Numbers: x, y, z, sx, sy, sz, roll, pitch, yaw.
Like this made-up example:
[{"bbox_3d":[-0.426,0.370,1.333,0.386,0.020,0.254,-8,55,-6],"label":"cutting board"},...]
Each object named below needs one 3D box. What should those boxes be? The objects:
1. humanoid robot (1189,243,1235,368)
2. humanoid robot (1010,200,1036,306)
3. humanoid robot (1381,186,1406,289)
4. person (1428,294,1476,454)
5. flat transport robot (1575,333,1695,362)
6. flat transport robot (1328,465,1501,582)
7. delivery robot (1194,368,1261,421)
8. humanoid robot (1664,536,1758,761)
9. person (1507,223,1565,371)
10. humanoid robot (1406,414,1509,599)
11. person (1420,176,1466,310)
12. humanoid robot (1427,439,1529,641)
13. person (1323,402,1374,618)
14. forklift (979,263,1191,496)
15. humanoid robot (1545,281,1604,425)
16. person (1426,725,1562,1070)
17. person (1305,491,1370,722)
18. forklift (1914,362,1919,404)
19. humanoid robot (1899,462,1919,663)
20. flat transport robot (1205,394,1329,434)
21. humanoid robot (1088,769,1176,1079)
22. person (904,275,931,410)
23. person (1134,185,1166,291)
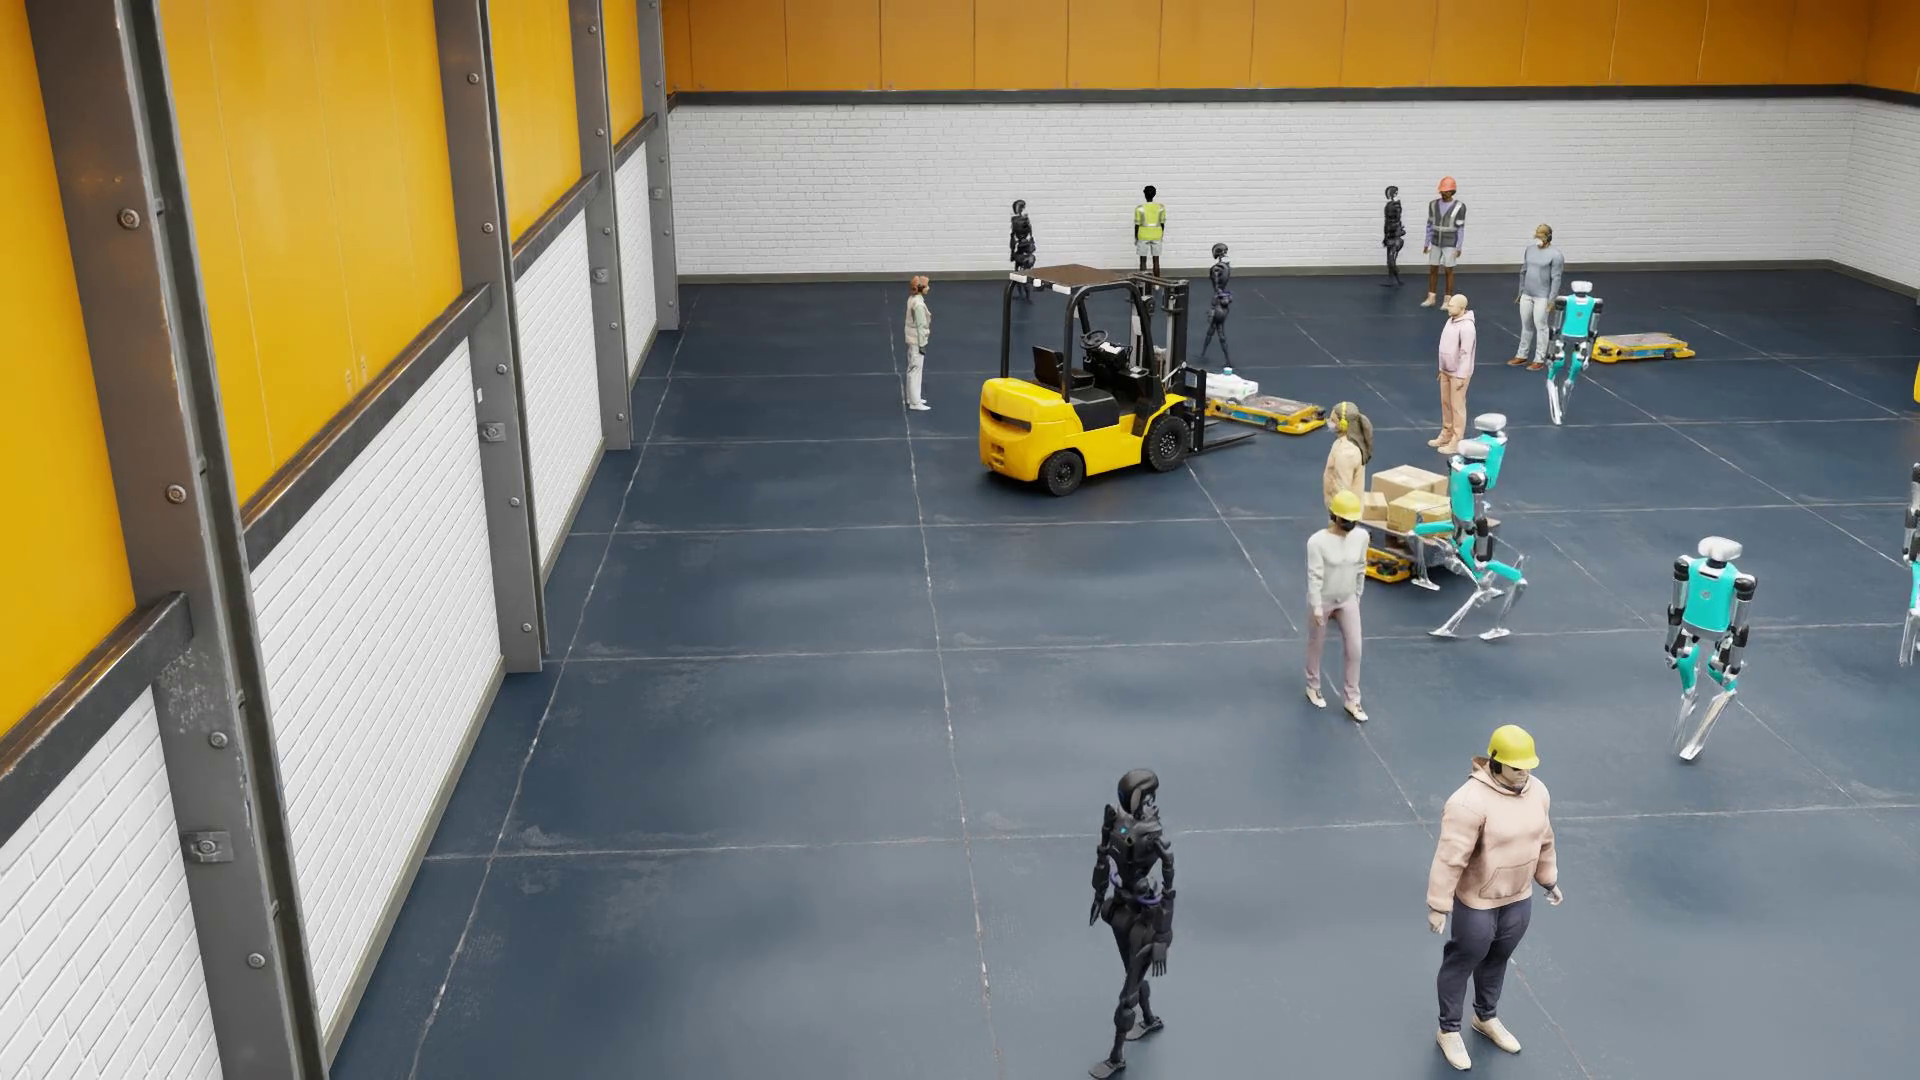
[{"bbox_3d":[3.383,-3.127,22.138,0.694,1.634,0.608,7,21,19],"label":"humanoid robot"},{"bbox_3d":[0.969,-4.451,25.734,0.418,1.636,0.668,-13,24,-31],"label":"humanoid robot"},{"bbox_3d":[7.046,-4.916,26.979,0.397,1.640,0.612,-4,20,-10],"label":"humanoid robot"},{"bbox_3d":[5.513,-1.849,18.486,0.408,1.777,0.520,-5,21,-13],"label":"person"},{"bbox_3d":[9.256,-2.633,22.802,1.431,0.231,0.659,-5,21,-13],"label":"flat transport robot"},{"bbox_3d":[4.176,0.078,15.414,1.431,0.231,0.659,-15,25,-35],"label":"flat transport robot"},{"bbox_3d":[3.224,-1.775,20.030,0.768,0.581,0.499,17,26,38],"label":"delivery robot"},{"bbox_3d":[5.178,0.805,11.435,0.767,1.860,0.559,-18,27,-41],"label":"humanoid robot"},{"bbox_3d":[7.614,-3.208,21.950,0.373,1.938,0.627,-12,23,-29],"label":"person"},{"bbox_3d":[4.250,-0.269,14.238,1.059,1.725,0.545,14,24,34],"label":"humanoid robot"},{"bbox_3d":[7.376,-4.534,25.435,0.611,2.035,0.416,16,26,37],"label":"person"},{"bbox_3d":[4.289,0.031,13.423,0.877,1.762,0.532,-3,20,-8],"label":"humanoid robot"},{"bbox_3d":[3.229,-0.253,14.004,0.391,1.869,0.559,7,21,19],"label":"person"},{"bbox_3d":[1.315,-1.764,17.646,2.313,2.155,1.214,-14,24,-33],"label":"forklift"},{"bbox_3d":[7.117,-2.152,19.520,0.546,1.891,0.785,3,20,8],"label":"humanoid robot"},{"bbox_3d":[2.692,1.777,8.466,0.796,1.867,0.410,-9,22,-23],"label":"person"},{"bbox_3d":[2.777,0.484,12.170,0.520,1.739,0.727,-4,21,-12],"label":"person"},{"bbox_3d":[12.602,-2.435,19.475,2.313,2.155,1.214,-1,20,-4],"label":"forklift"},{"bbox_3d":[7.719,0.202,13.114,0.543,1.900,0.721,8,22,21],"label":"humanoid robot"},{"bbox_3d":[3.591,-1.526,19.785,1.431,0.231,0.659,17,26,38],"label":"flat transport robot"},{"bbox_3d":[0.842,1.902,8.426,0.646,1.634,0.588,-14,25,-34],"label":"humanoid robot"},{"bbox_3d":[-0.514,-2.392,20.167,0.315,1.632,0.517,-4,21,-11],"label":"person"},{"bbox_3d":[3.052,-4.869,26.843,0.531,1.686,0.332,-2,20,-6],"label":"person"}]
